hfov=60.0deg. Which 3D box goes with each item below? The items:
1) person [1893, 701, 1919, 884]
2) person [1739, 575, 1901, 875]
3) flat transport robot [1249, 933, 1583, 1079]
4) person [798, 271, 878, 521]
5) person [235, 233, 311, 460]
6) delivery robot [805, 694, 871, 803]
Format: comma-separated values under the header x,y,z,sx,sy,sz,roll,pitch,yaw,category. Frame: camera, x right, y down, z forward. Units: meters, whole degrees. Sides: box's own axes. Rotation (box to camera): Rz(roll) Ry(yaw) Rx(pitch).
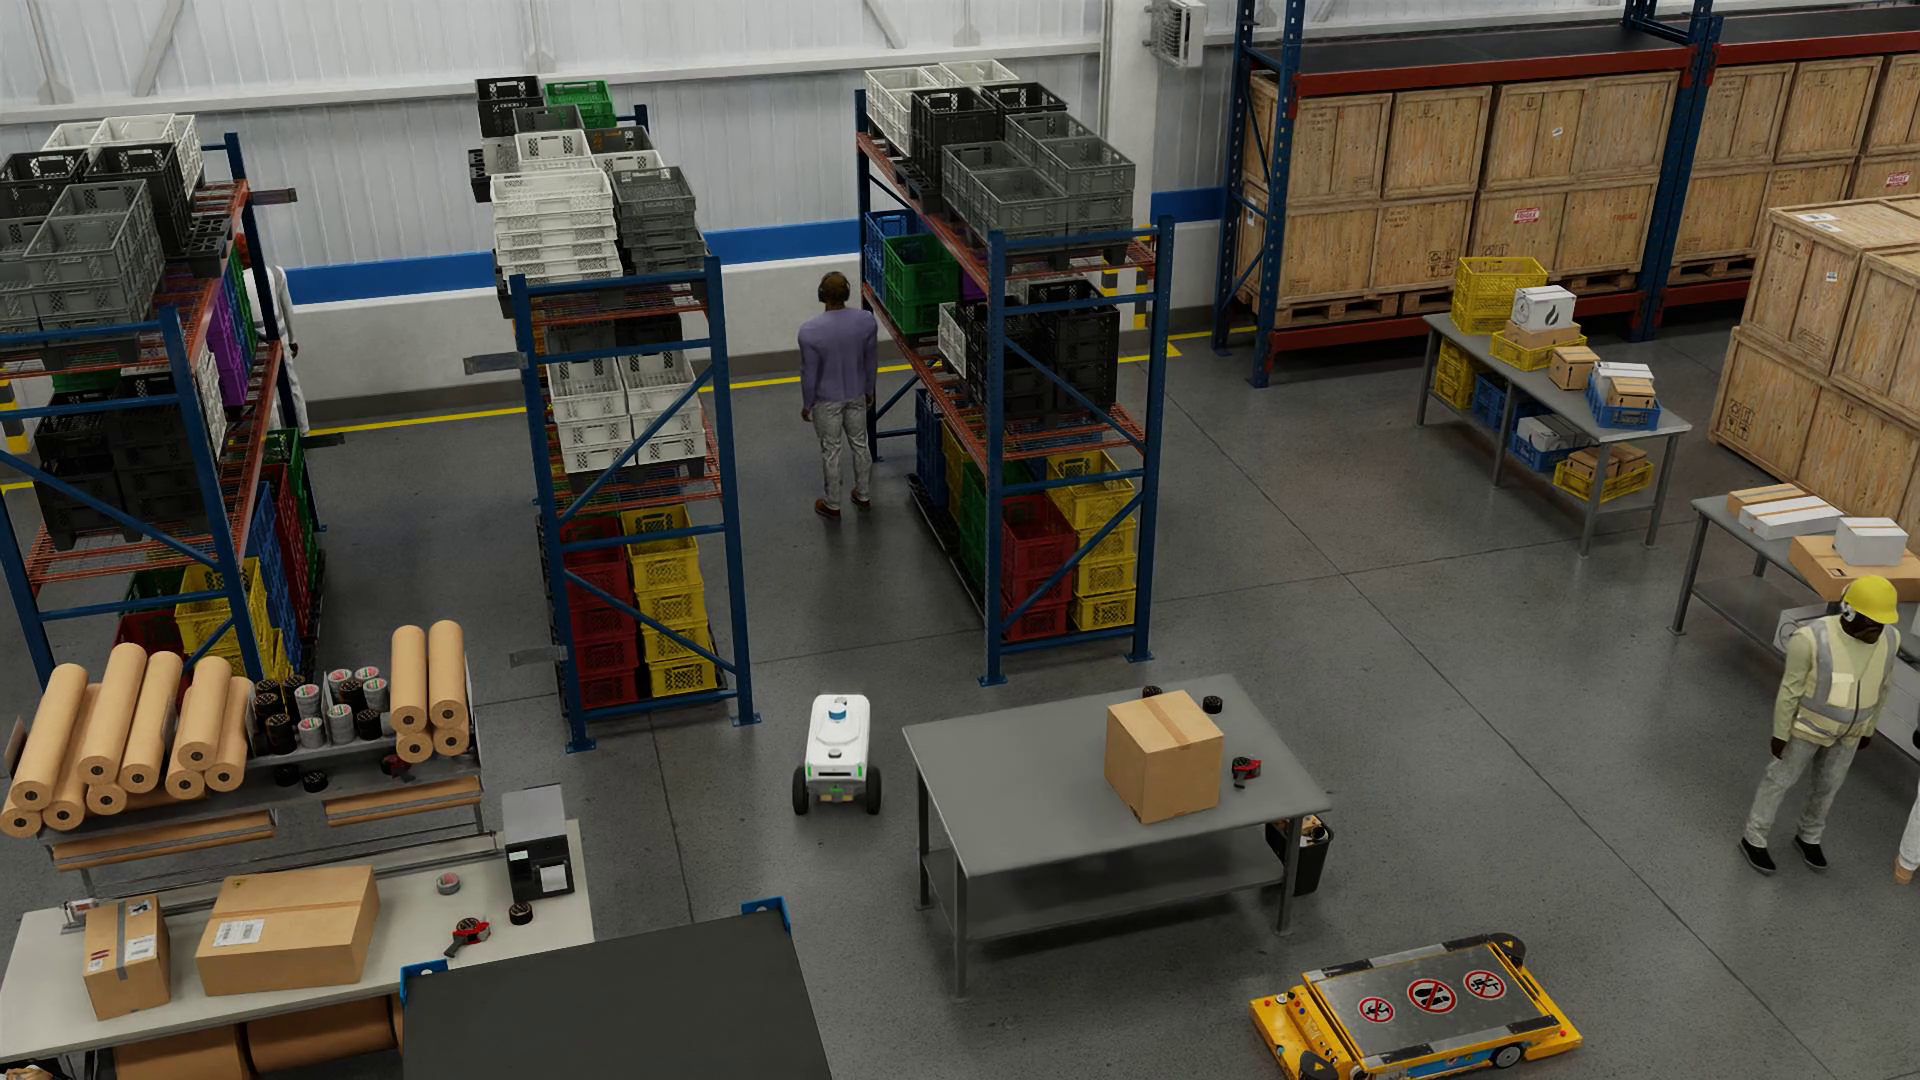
x,y,z,sx,sy,sz,roll,pitch,yaw,category
5.276,1.053,8.606,0.623,1.837,0.430,26,38,38,person
4.573,0.971,8.771,0.599,1.824,0.403,-2,29,-3,person
2.184,2.282,7.980,1.431,0.197,0.652,-8,30,-14,flat transport robot
-0.901,-1.068,12.359,0.629,1.940,0.373,-15,32,-26,person
-5.556,-1.548,13.285,0.352,1.887,0.574,21,35,33,person
-0.703,1.167,9.623,0.477,0.478,0.707,0,29,0,delivery robot
